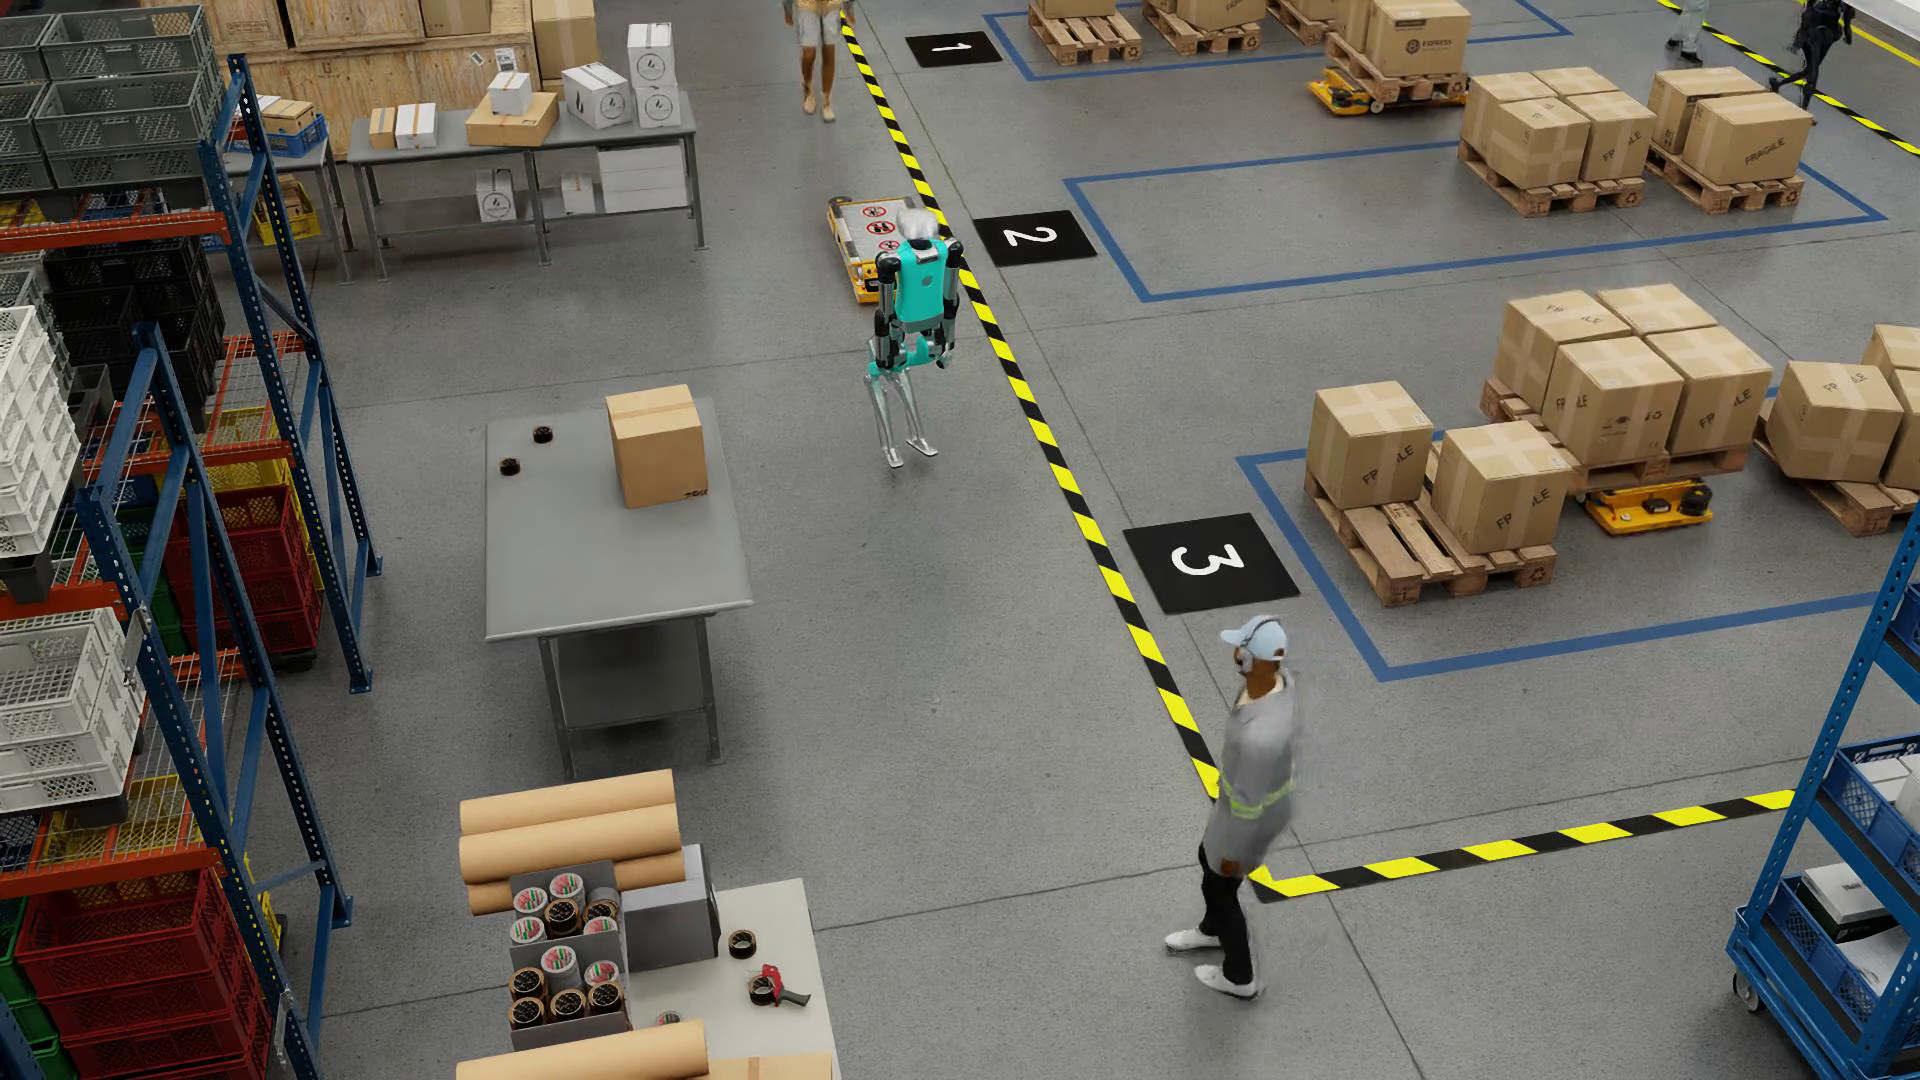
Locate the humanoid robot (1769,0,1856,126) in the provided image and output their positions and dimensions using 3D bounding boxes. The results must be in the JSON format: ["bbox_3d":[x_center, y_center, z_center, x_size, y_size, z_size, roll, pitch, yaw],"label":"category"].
[{"bbox_3d":[7.451,-4.500,14.444,0.612,1.637,0.677,-14,39,-18],"label":"humanoid robot"}]

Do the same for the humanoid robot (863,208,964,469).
[{"bbox_3d":[-0.349,-1.252,9.897,0.533,1.673,0.735,-18,40,-23],"label":"humanoid robot"}]

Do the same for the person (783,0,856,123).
[{"bbox_3d":[-1.205,-4.566,14.224,0.603,2.028,0.444,-8,37,-11],"label":"person"}]

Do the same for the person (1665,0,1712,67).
[{"bbox_3d":[6.996,-5.356,15.497,0.406,1.777,0.666,9,38,12],"label":"person"}]

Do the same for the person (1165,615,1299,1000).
[{"bbox_3d":[1.140,1.091,6.801,0.435,1.819,0.612,8,37,10],"label":"person"}]

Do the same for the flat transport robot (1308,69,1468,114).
[{"bbox_3d":[3.956,-4.125,15.074,1.431,0.197,0.652,-8,37,-10],"label":"flat transport robot"}]

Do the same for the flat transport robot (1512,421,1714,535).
[{"bbox_3d":[3.965,-0.550,10.270,0.652,0.197,1.431,-8,37,-10],"label":"flat transport robot"}]

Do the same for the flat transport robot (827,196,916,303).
[{"bbox_3d":[-0.570,-2.220,12.538,0.659,0.231,1.431,-8,37,-10],"label":"flat transport robot"}]
